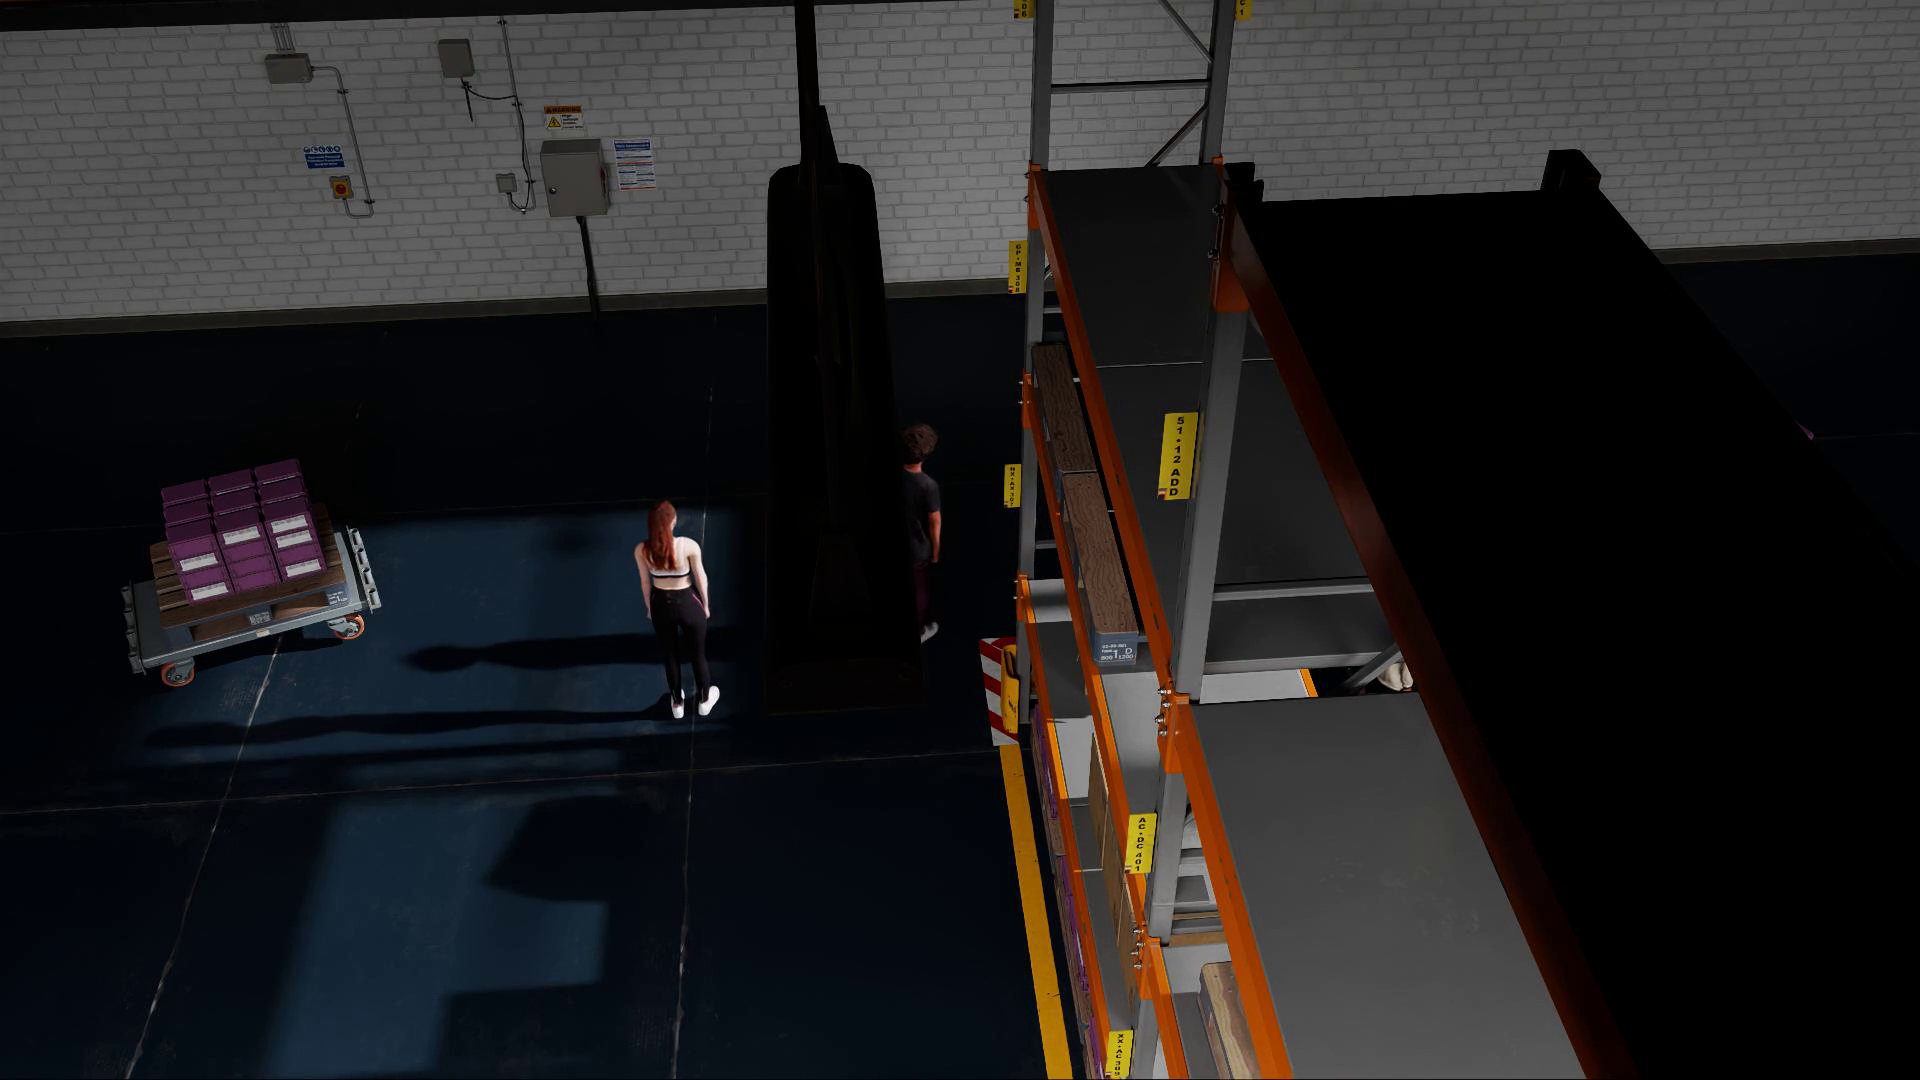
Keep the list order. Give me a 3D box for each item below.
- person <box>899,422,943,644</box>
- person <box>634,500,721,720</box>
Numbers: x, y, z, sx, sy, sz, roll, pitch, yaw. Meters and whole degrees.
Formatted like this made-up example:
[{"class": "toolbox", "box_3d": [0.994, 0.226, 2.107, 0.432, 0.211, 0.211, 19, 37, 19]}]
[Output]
[{"class": "person", "box_3d": [-0.354, -0.023, 11.461, 0.737, 1.769, 0.771, 19, 42, 22]}, {"class": "person", "box_3d": [-1.854, 0.464, 10.875, 0.599, 1.740, 0.541, 0, 39, 0]}]
